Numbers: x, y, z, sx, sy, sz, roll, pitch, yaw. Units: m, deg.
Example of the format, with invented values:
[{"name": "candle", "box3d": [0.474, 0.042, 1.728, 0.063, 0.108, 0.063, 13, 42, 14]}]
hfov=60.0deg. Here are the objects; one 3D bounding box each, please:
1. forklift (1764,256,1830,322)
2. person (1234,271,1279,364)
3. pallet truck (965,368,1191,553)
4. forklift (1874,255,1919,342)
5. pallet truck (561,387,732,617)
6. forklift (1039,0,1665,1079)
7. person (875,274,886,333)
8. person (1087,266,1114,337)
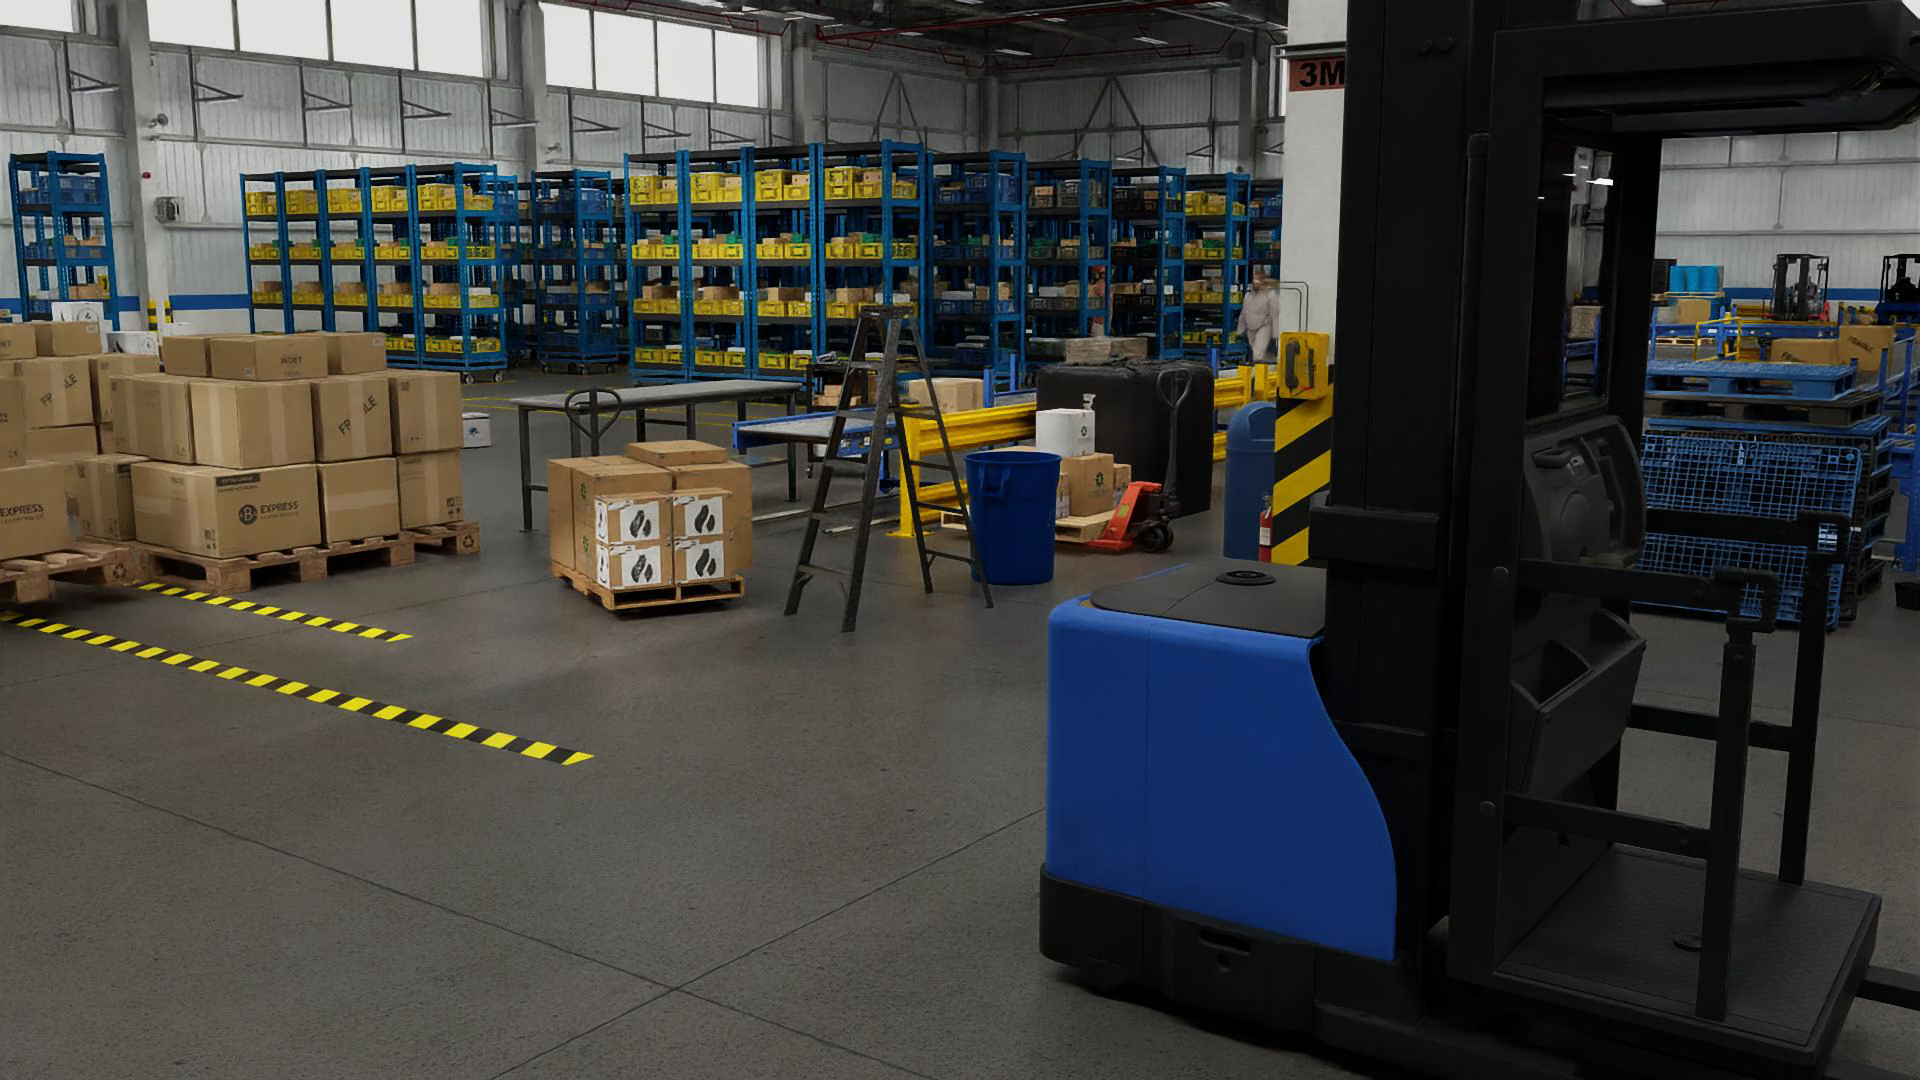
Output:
[{"name": "forklift", "box3d": [20.253, -5.854, 40.139, 1.157, 1.987, 2.680, 7, 12, 35]}, {"name": "person", "box3d": [4.436, -3.096, 24.992, 0.973, 1.862, 0.648, -6, 11, -34]}, {"name": "pallet truck", "box3d": [0.845, -0.609, 11.869, 1.630, 1.274, 0.653, 7, 12, 35]}, {"name": "forklift", "box3d": [22.089, -5.634, 38.796, 1.157, 1.987, 2.680, 6, 11, 33]}, {"name": "pallet truck", "box3d": [-1.981, -0.274, 10.088, 0.680, 1.201, 1.601, -5, 11, -28]}, {"name": "forklift", "box3d": [1.249, -0.137, 4.360, 1.873, 2.768, 1.129, 7, 12, 35]}, {"name": "person", "box3d": [-1.282, -4.031, 30.772, 0.943, 1.806, 0.575, 7, 12, 35]}, {"name": "person", "box3d": [2.339, -3.661, 27.975, 0.389, 1.992, 0.625, 8, 12, 39]}]
